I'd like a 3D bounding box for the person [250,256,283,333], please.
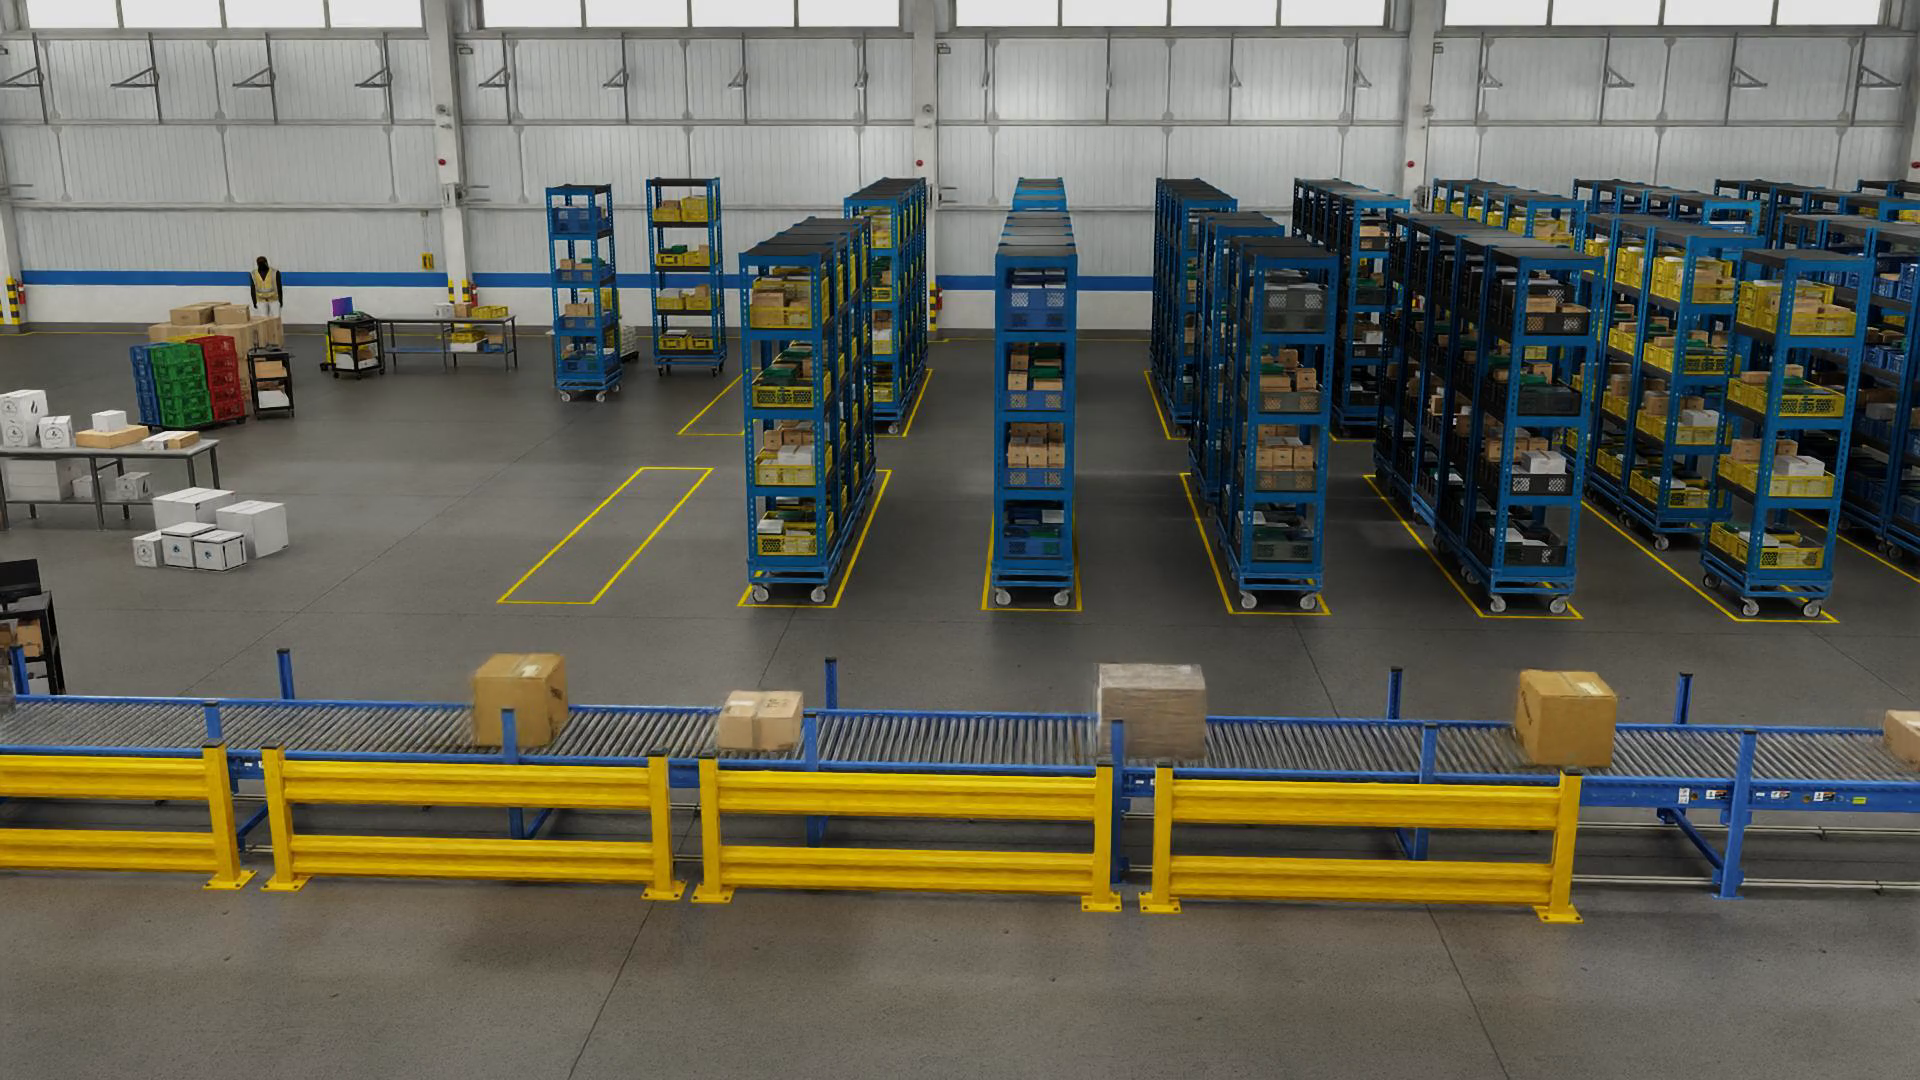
[{"bbox_3d":[-14.411,-4.987,34.595,0.630,1.831,0.429,-3,15,-11],"label":"person"}]
